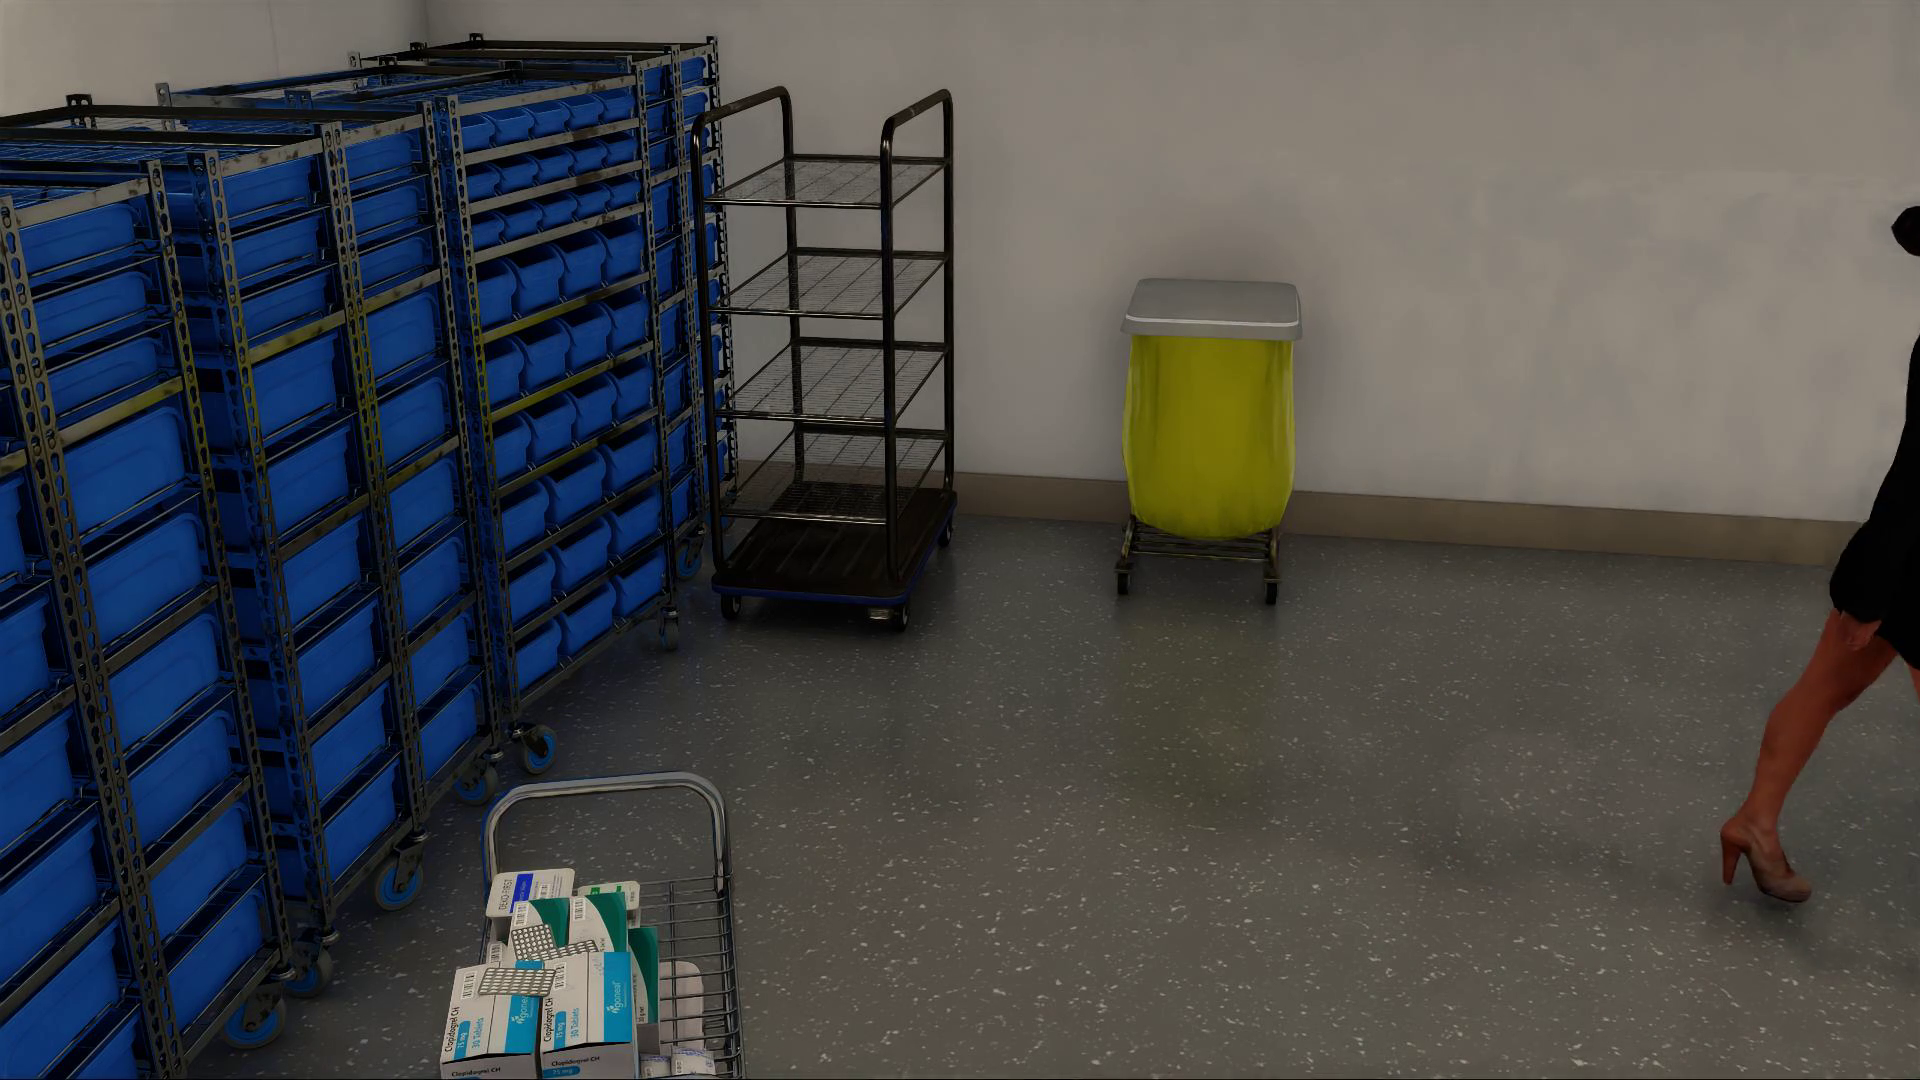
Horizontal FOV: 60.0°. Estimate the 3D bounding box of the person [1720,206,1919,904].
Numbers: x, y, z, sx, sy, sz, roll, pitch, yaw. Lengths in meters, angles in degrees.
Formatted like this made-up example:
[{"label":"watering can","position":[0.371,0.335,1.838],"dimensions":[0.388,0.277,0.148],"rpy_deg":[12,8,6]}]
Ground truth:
[{"label":"person","position":[1.894,0.097,3.484],"dimensions":[0.980,1.613,0.723],"rpy_deg":[9,23,22]}]
